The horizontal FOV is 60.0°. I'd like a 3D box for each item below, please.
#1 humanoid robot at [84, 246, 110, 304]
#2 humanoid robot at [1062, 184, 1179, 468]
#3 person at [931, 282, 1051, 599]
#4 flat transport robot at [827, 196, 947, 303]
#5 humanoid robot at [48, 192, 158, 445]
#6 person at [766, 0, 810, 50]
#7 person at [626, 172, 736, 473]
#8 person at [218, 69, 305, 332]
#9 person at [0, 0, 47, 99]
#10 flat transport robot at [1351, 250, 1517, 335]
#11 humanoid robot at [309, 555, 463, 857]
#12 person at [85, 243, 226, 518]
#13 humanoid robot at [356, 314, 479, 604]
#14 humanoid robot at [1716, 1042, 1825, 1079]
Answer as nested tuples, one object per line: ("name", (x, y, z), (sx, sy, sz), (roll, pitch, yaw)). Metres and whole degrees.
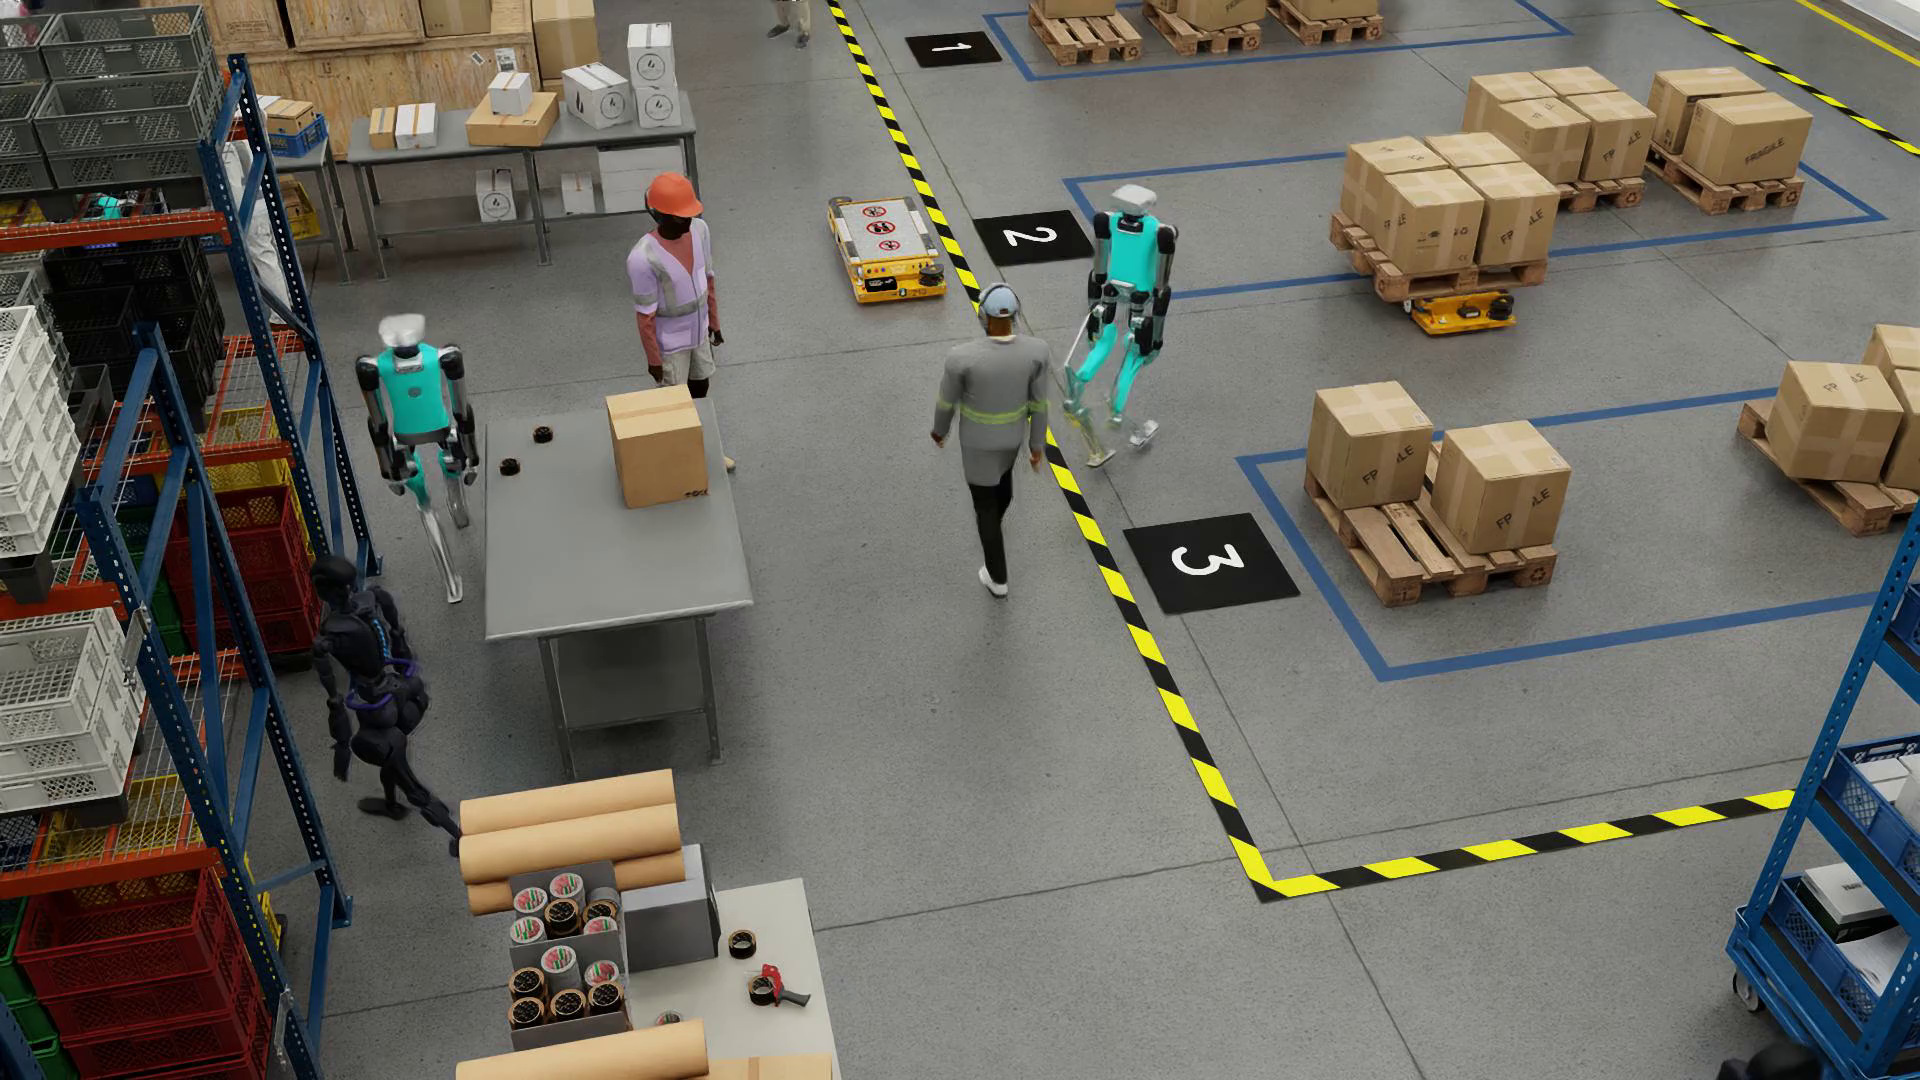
("humanoid robot", (-4.918, -1.151, 9.915), (0.342, 1.657, 0.593), (-15, 39, -19))
("humanoid robot", (0.889, -1.176, 9.892), (0.552, 1.743, 0.893), (21, 42, 26))
("person", (0.161, -0.605, 9.075), (0.593, 1.810, 0.835), (-13, 39, -17))
("flat transport robot", (-0.570, -2.220, 12.538), (0.659, 0.231, 1.431), (-8, 37, -10))
("humanoid robot", (-5.081, -1.315, 10.005), (0.531, 1.693, 0.737), (-5, 37, -6))
("person", (-1.623, -5.507, 15.724), (0.642, 1.726, 0.437), (24, 43, 28))
("person", (-1.599, -1.193, 9.684), (0.408, 2.035, 0.607), (22, 42, 26))
("person", (-4.783, -2.274, 11.259), (0.356, 1.882, 0.574), (5, 37, 6))
("person", (-7.508, -3.601, 13.097), (0.618, 1.816, 0.596), (-12, 38, -15))
("flat transport robot", (3.434, -1.949, 12.150), (0.652, 0.197, 1.431), (-8, 37, -10))
("humanoid robot", (-2.548, 0.759, 7.402), (0.763, 1.630, 0.603), (10, 38, 13))
("person", (-4.436, -0.791, 9.211), (0.384, 1.948, 0.601), (-12, 38, -16))
("humanoid robot", (-2.919, -0.581, 9.119), (0.543, 1.773, 0.938), (-11, 38, -14))
("humanoid robot", (2.585, 2.211, 5.423), (0.690, 1.620, 0.607), (-11, 38, -14))
